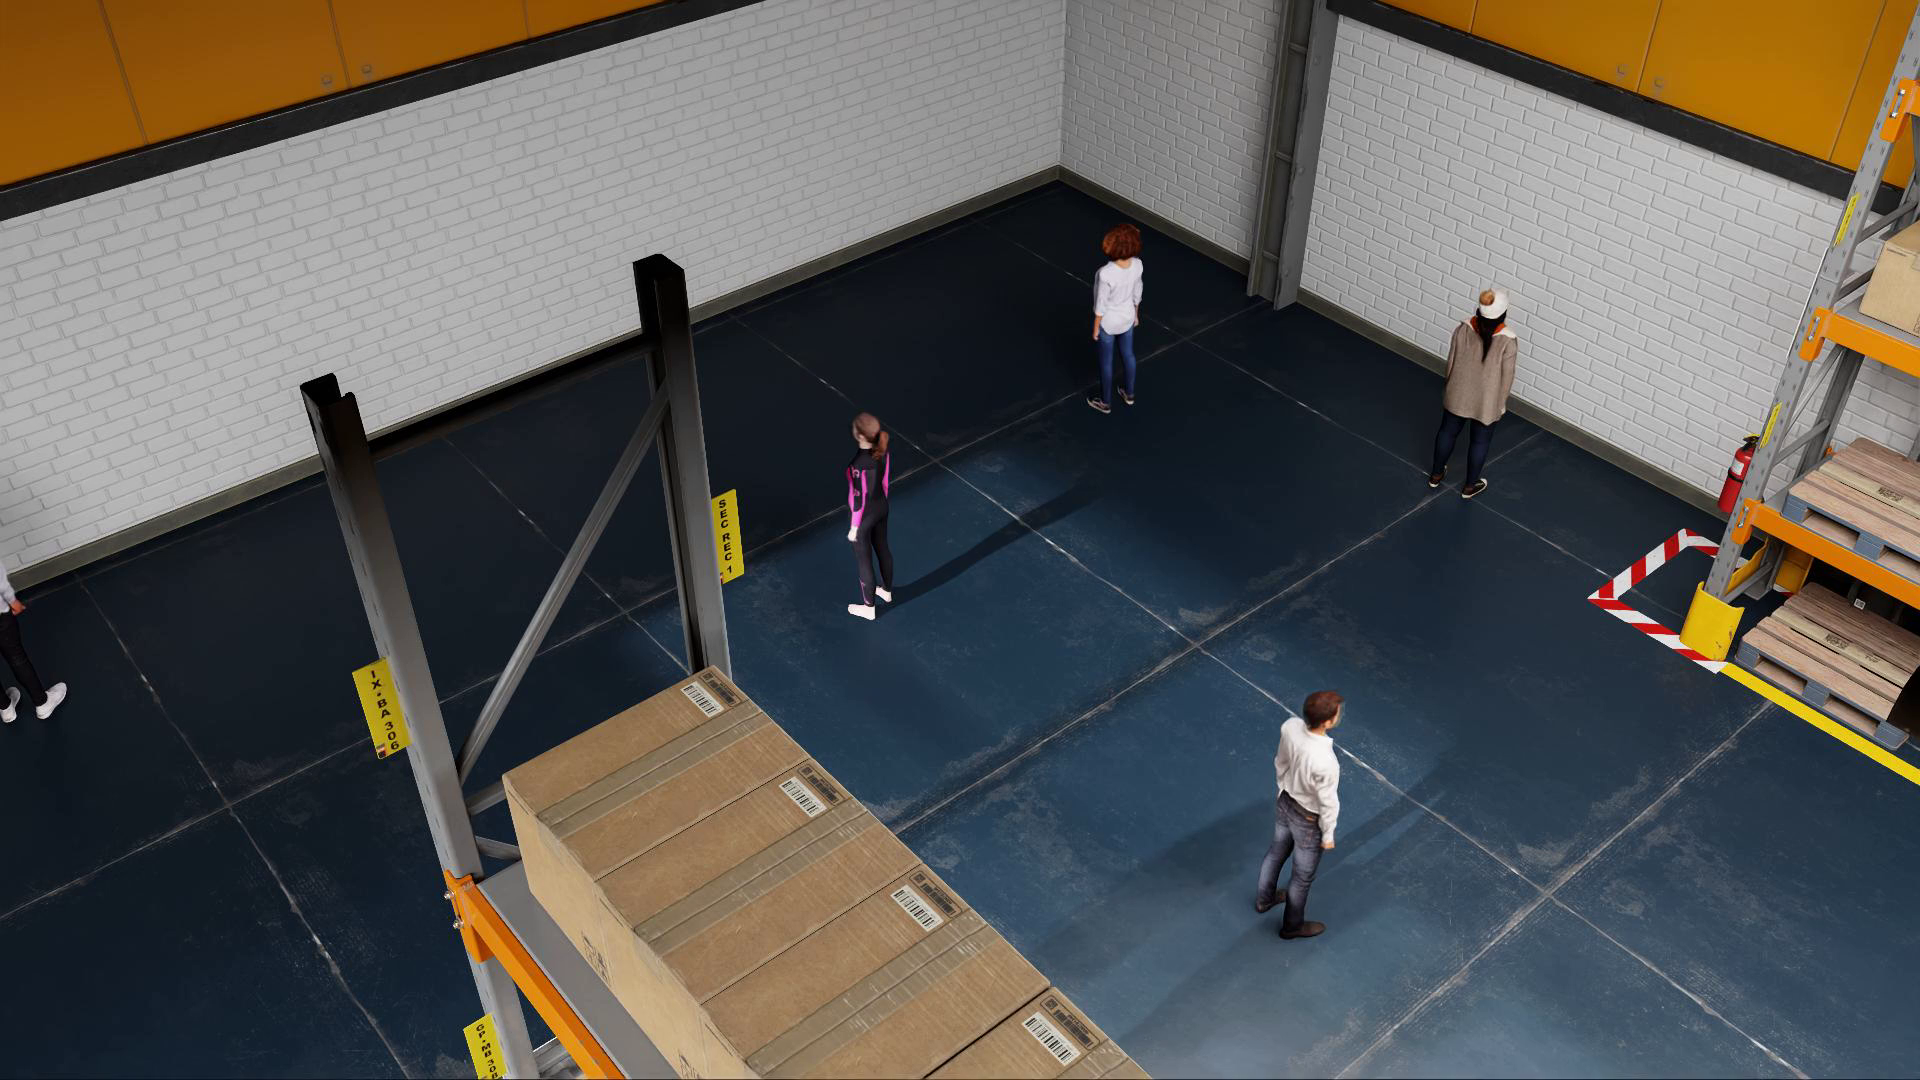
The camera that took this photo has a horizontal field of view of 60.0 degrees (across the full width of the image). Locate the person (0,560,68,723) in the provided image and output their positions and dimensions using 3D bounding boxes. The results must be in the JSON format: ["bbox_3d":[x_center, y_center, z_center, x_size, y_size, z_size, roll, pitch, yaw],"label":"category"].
[{"bbox_3d":[-6.514,0.434,10.996,0.770,1.927,0.787,-4,39,-5],"label":"person"}]

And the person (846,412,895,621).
[{"bbox_3d":[-0.652,-0.187,11.912,0.655,1.754,0.622,23,44,26],"label":"person"}]

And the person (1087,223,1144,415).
[{"bbox_3d":[1.329,-1.876,14.061,0.681,1.711,0.639,-20,43,-23],"label":"person"}]

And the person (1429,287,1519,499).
[{"bbox_3d":[4.040,-1.177,13.053,0.686,1.877,0.812,24,44,27],"label":"person"}]

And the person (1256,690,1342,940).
[{"bbox_3d":[1.975,1.582,9.605,0.763,1.869,0.562,-17,42,-20],"label":"person"}]
